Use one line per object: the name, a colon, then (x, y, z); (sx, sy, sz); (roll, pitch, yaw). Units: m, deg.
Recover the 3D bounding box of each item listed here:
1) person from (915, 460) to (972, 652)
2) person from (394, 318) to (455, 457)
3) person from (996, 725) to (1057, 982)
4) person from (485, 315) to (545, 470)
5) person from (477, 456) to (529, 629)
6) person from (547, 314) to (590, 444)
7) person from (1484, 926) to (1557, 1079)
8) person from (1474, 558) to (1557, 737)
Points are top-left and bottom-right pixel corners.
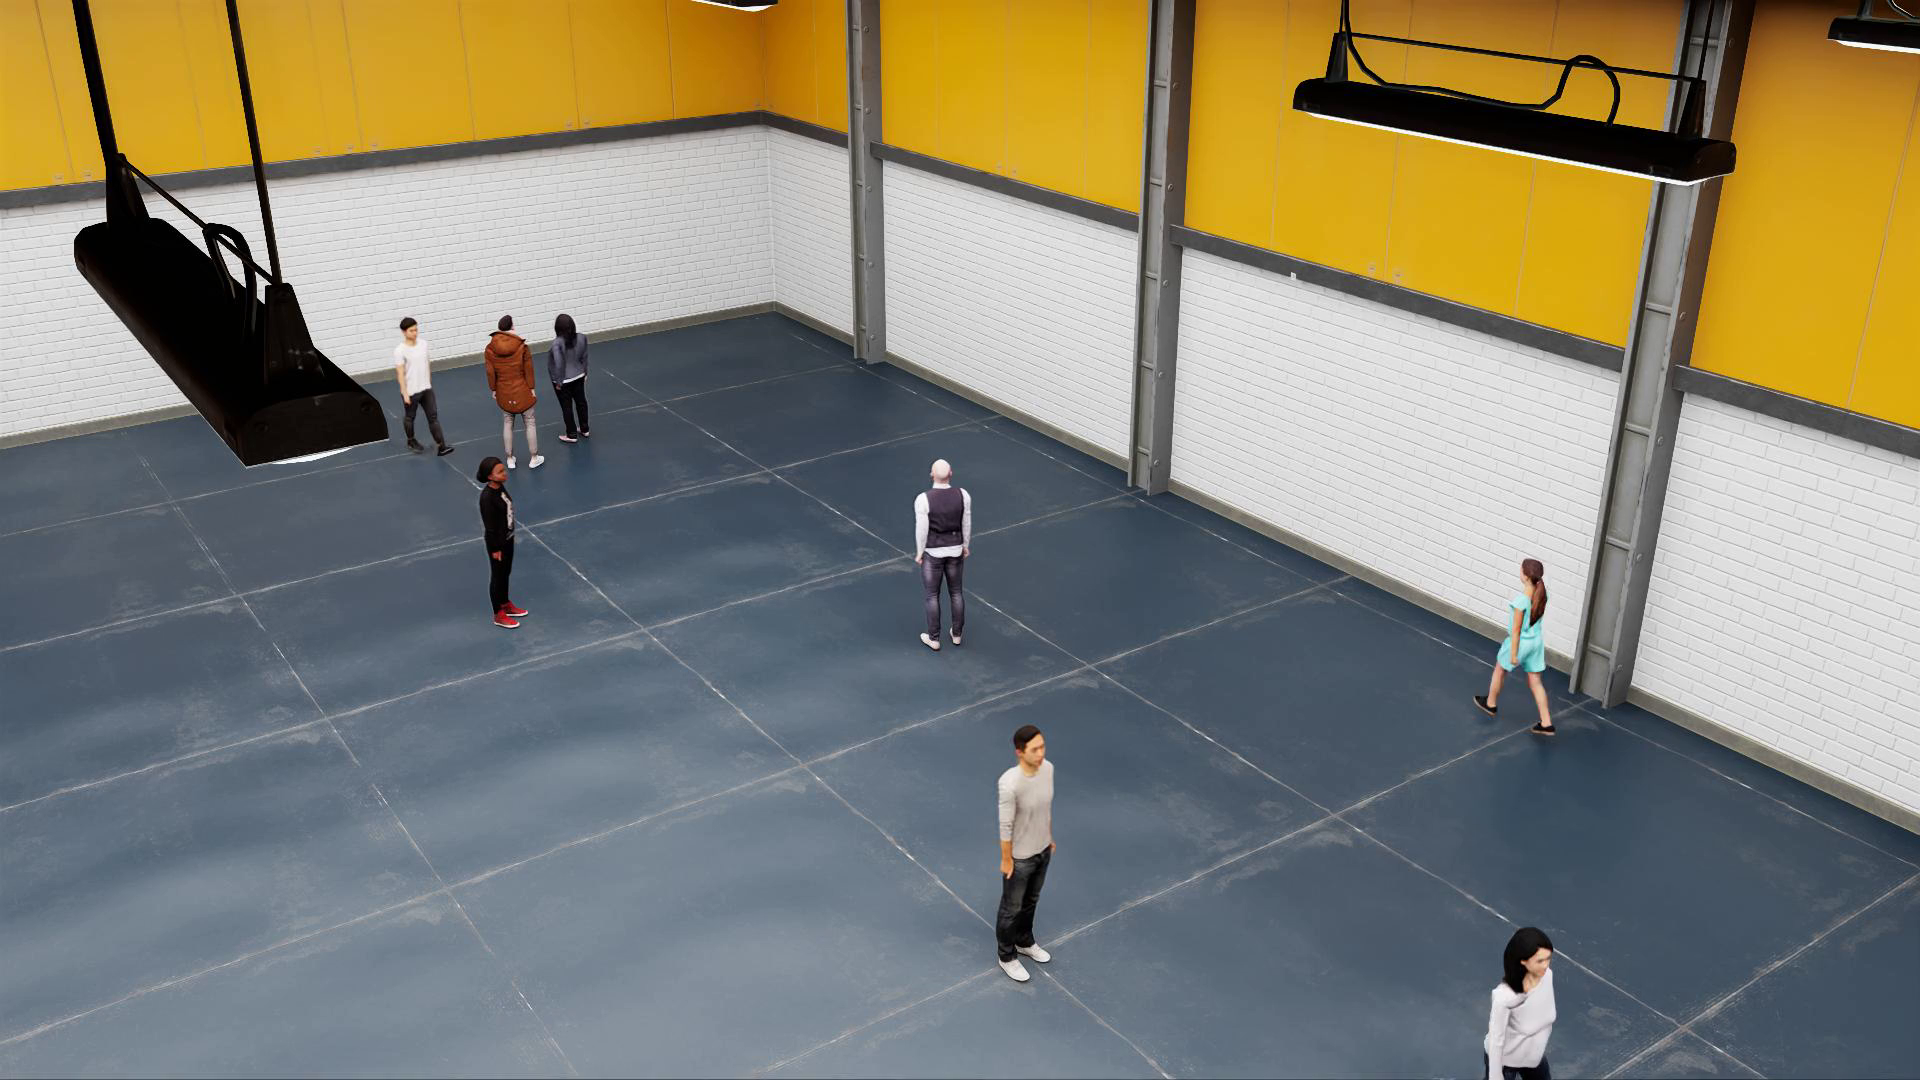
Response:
person: (-0.160, 0.126, 15.164); (0.739, 1.824, 0.674); (-9, 25, -20)
person: (-6.516, -1.820, 19.797); (1.145, 1.679, 0.845); (19, 30, 36)
person: (0.414, 2.004, 10.884); (0.627, 1.811, 0.693); (20, 31, 38)
person: (-5.189, -1.724, 19.378); (0.850, 1.839, 0.891); (0, 24, -1)
person: (-4.333, 0.000, 15.640); (0.727, 1.674, 0.650); (2, 24, 5)
person: (-4.768, -1.988, 20.282); (0.769, 1.597, 0.762); (16, 28, 32)
person: (2.999, 2.807, 9.204); (0.632, 1.686, 0.631); (-15, 28, -30)
person: (4.732, 0.903, 13.758); (0.712, 1.526, 1.108); (-10, 25, -21)
